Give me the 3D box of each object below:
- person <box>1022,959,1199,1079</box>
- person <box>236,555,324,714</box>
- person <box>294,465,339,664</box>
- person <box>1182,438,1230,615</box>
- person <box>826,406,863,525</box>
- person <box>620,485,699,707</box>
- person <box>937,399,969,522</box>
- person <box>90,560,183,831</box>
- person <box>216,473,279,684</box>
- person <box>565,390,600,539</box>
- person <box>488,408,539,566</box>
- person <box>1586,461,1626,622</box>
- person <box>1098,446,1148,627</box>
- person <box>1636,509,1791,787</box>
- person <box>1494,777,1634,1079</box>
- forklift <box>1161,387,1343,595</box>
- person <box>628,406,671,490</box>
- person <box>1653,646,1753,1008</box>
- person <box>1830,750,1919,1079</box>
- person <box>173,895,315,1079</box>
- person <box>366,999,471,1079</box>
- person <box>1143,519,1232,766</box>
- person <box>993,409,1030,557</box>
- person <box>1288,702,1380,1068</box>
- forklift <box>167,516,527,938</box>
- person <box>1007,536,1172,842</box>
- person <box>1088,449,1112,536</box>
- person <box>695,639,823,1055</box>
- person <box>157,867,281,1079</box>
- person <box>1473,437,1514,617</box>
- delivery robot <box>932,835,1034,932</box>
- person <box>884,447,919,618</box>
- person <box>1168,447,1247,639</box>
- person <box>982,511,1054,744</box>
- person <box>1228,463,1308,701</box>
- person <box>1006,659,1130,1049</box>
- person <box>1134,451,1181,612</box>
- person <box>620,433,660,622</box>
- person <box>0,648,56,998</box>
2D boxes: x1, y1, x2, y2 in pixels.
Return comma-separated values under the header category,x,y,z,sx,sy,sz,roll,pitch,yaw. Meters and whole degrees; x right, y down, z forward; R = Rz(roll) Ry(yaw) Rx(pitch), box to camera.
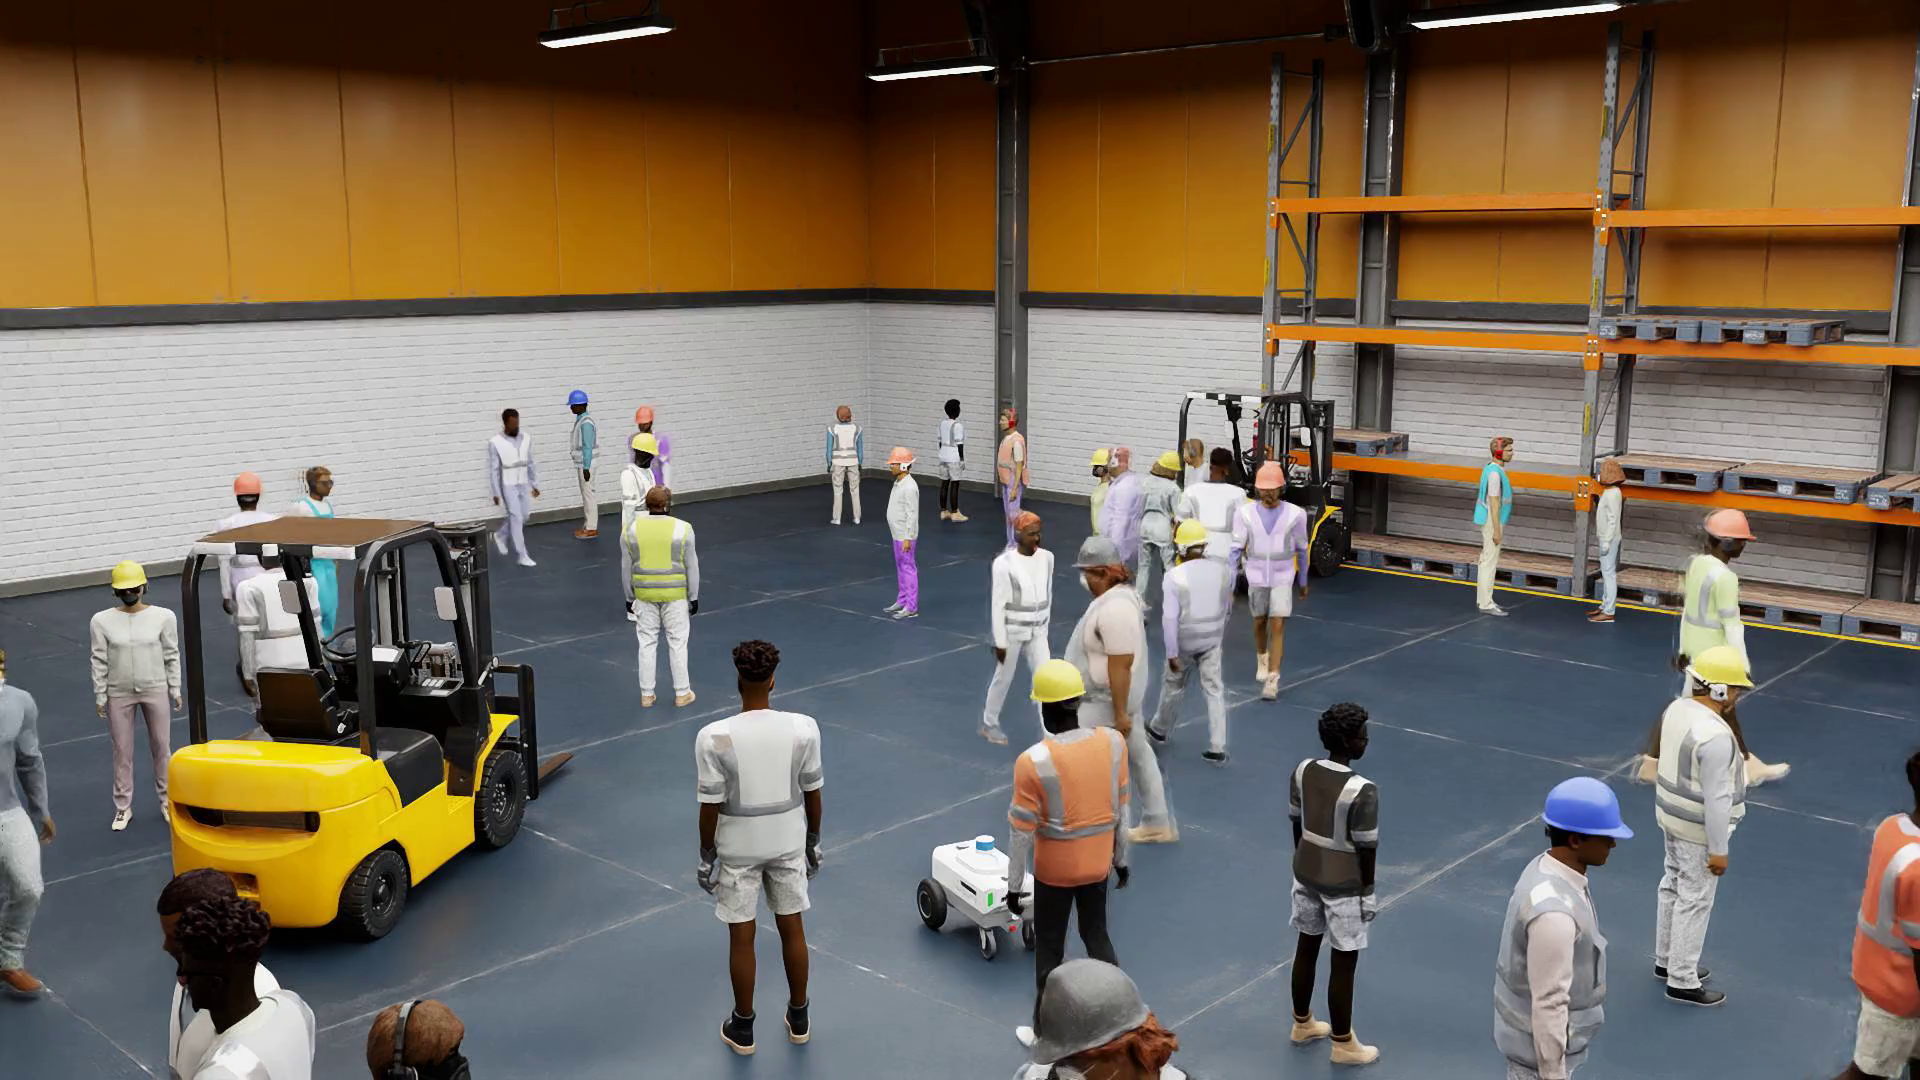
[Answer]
category,x,y,z,sx,sy,sz,roll,pitch,yaw
person,0.430,2.008,4.313,0.722,2.000,0.553,7,12,34
person,-4.637,0.836,11.356,0.565,1.919,0.451,-8,13,-39
person,-5.798,0.240,14.970,0.464,1.832,0.548,2,10,9
person,2.553,-0.130,17.177,0.384,1.810,0.712,-4,11,-20
person,-1.571,-1.017,22.709,0.513,1.630,0.318,-3,10,-16
person,-2.453,0.461,13.687,0.634,1.841,0.429,0,10,1
person,-0.109,-1.101,22.988,0.321,1.697,0.530,-7,12,-34
person,-5.347,1.000,10.828,0.523,1.769,0.315,-5,11,-25
person,-5.973,0.371,14.072,0.565,1.880,0.994,-6,11,-30
person,-4.902,-0.988,21.668,0.416,1.939,0.604,-3,11,-19
person,-5.379,-0.642,19.842,0.754,1.889,0.643,7,12,34
person,6.546,0.012,16.836,0.280,1.633,0.503,3,10,17
person,1.522,0.036,16.009,0.506,1.876,0.672,1,10,4
person,5.254,0.772,11.505,1.066,1.983,0.636,1,10,7
person,2.122,1.776,5.938,0.427,1.938,0.604,4,11,19
forklift,3.298,-0.608,18.767,1.214,2.155,2.313,9,13,42
person,-3.766,-0.714,20.364,0.567,1.890,0.979,2,10,11
person,3.692,1.419,8.307,0.403,1.820,0.596,1,10,3
person,3.617,1.697,6.469,0.944,1.915,0.635,4,11,20
person,-2.032,1.964,4.773,0.361,1.964,0.617,-1,10,-3
person,-1.394,2.091,4.406,0.429,1.845,0.621,-1,10,-5
person,1.718,0.732,12.326,0.595,1.783,0.943,-4,11,-19
person,0.633,-0.661,20.064,0.389,1.844,0.563,-2,10,-11
person,1.733,1.580,7.716,0.322,1.699,0.536,-6,12,-30
forklift,-3.583,0.976,9.748,1.214,2.155,2.313,2,10,11
person,0.868,0.924,10.484,1.056,2.000,0.686,2,10,12
person,1.437,-0.037,16.729,0.305,1.771,0.525,-2,10,-10
person,-0.940,1.430,7.813,0.614,1.963,0.362,-4,11,-21
person,-2.245,1.919,5.181,0.390,1.914,0.587,-9,13,-42
person,5.491,-0.149,17.140,0.389,1.848,0.563,2,10,14
delivery robot,0.136,1.863,9.100,0.477,0.478,0.707,-5,11,-27
person,-0.595,-0.081,17.024,0.326,1.751,0.559,-3,10,-16
person,2.332,0.087,15.577,0.766,1.910,0.904,3,10,15
person,0.470,0.692,12.414,0.605,1.833,0.991,-7,12,-34
person,2.615,0.317,14.144,0.636,1.982,1.068,3,10,18
person,0.508,1.484,7.646,0.646,1.913,0.545,-5,11,-27
person,2.070,-0.086,17.196,0.499,1.714,0.481,6,12,31
person,-3.212,-0.129,16.834,0.390,1.917,0.585,2,10,10
person,-4.851,1.397,8.185,0.531,1.904,0.707,7,12,37
